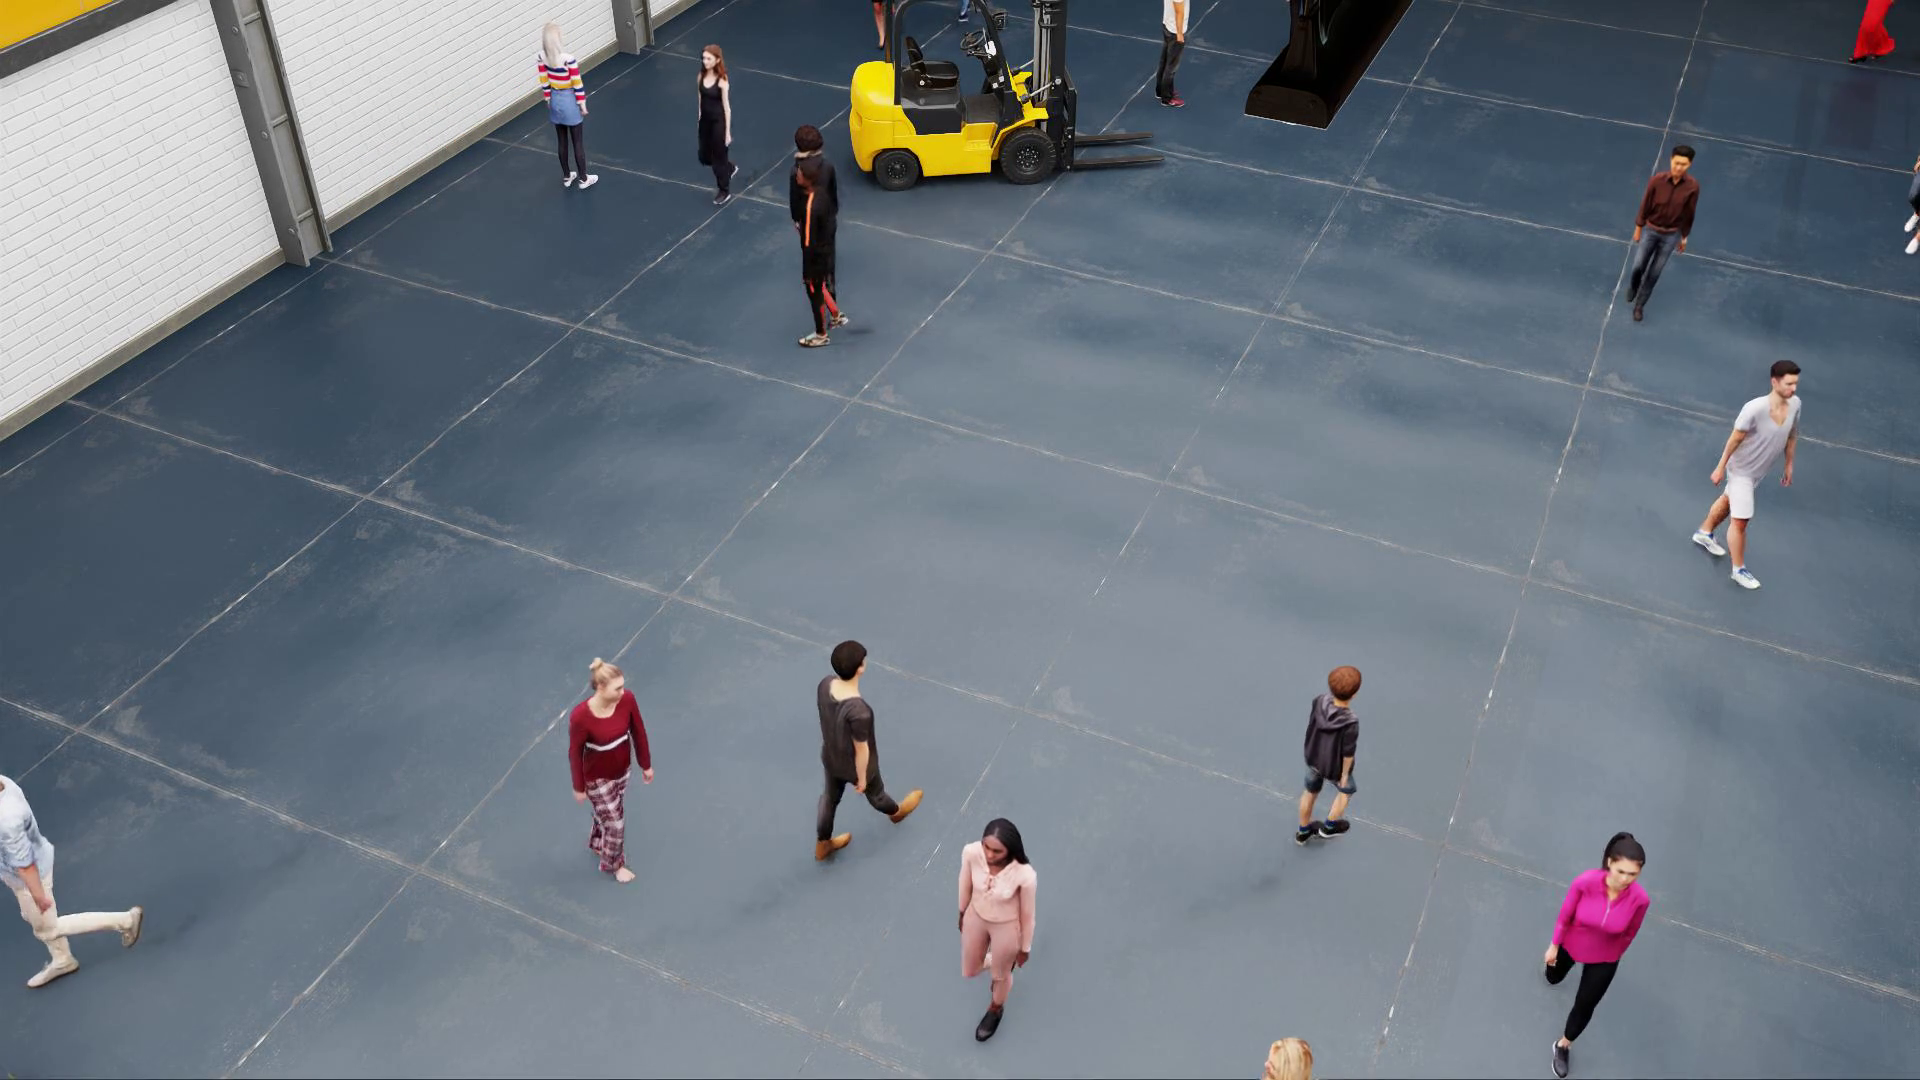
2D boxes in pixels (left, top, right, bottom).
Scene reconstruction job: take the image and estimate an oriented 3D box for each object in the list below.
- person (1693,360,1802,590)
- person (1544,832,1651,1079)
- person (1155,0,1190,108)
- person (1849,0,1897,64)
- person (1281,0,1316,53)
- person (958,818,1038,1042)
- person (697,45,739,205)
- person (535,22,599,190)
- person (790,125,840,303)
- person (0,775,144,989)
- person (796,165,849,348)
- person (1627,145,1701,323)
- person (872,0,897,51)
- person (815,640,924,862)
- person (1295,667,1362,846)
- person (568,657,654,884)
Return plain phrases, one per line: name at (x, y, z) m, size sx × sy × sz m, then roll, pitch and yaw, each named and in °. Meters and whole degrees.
person at (5.973, -0.621, 12.714) m, size 1.102 × 1.827 × 1.152 m, roll -14°, pitch 41°, yaw -17°
person at (3.504, 2.212, 9.296) m, size 0.601 × 1.677 × 1.006 m, roll 13°, pitch 41°, yaw 16°
person at (2.495, -5.999, 19.474) m, size 0.775 × 1.805 × 0.667 m, roll -5°, pitch 39°, yaw -7°
person at (11.381, -6.692, 20.368) m, size 0.872 × 1.772 × 0.821 m, roll -7°, pitch 39°, yaw -9°
person at (4.254, -6.806, 20.610) m, size 0.642 × 1.638 × 0.675 m, roll -7°, pitch 39°, yaw -9°
person at (0.239, 2.123, 9.368) m, size 0.641 × 1.714 × 0.730 m, roll 18°, pitch 42°, yaw 21°
person at (-2.515, -4.419, 17.543) m, size 0.624 × 1.736 × 0.750 m, roll 22°, pitch 43°, yaw 25°
person at (-4.224, -4.640, 17.760) m, size 0.669 × 1.809 × 0.537 m, roll 13°, pitch 40°, yaw 16°
person at (-1.346, -3.055, 15.815) m, size 0.941 × 1.760 × 1.063 m, roll -7°, pitch 39°, yaw -9°
person at (-5.284, 1.867, 9.596) m, size 1.065 × 1.831 × 0.908 m, roll -25°, pitch 45°, yaw -28°
person at (-1.253, -2.610, 15.224) m, size 0.816 × 1.802 × 0.700 m, roll 4°, pitch 39°, yaw 5°
person at (6.599, -2.917, 15.637) m, size 0.664 × 1.768 × 0.725 m, roll 14°, pitch 41°, yaw 17°
person at (-0.956, -6.980, 20.804) m, size 0.599 × 1.668 × 0.668 m, roll 10°, pitch 40°, yaw 13°
person at (-0.757, 1.363, 10.353) m, size 1.130 × 1.673 × 0.879 m, roll -30°, pitch 47°, yaw -32°
person at (2.280, 1.407, 10.486) m, size 0.713 × 1.438 × 0.659 m, roll -27°, pitch 46°, yaw -29°
person at (-2.237, 1.412, 10.289) m, size 0.704 × 1.676 × 0.799 m, roll -27°, pitch 46°, yaw -30°
